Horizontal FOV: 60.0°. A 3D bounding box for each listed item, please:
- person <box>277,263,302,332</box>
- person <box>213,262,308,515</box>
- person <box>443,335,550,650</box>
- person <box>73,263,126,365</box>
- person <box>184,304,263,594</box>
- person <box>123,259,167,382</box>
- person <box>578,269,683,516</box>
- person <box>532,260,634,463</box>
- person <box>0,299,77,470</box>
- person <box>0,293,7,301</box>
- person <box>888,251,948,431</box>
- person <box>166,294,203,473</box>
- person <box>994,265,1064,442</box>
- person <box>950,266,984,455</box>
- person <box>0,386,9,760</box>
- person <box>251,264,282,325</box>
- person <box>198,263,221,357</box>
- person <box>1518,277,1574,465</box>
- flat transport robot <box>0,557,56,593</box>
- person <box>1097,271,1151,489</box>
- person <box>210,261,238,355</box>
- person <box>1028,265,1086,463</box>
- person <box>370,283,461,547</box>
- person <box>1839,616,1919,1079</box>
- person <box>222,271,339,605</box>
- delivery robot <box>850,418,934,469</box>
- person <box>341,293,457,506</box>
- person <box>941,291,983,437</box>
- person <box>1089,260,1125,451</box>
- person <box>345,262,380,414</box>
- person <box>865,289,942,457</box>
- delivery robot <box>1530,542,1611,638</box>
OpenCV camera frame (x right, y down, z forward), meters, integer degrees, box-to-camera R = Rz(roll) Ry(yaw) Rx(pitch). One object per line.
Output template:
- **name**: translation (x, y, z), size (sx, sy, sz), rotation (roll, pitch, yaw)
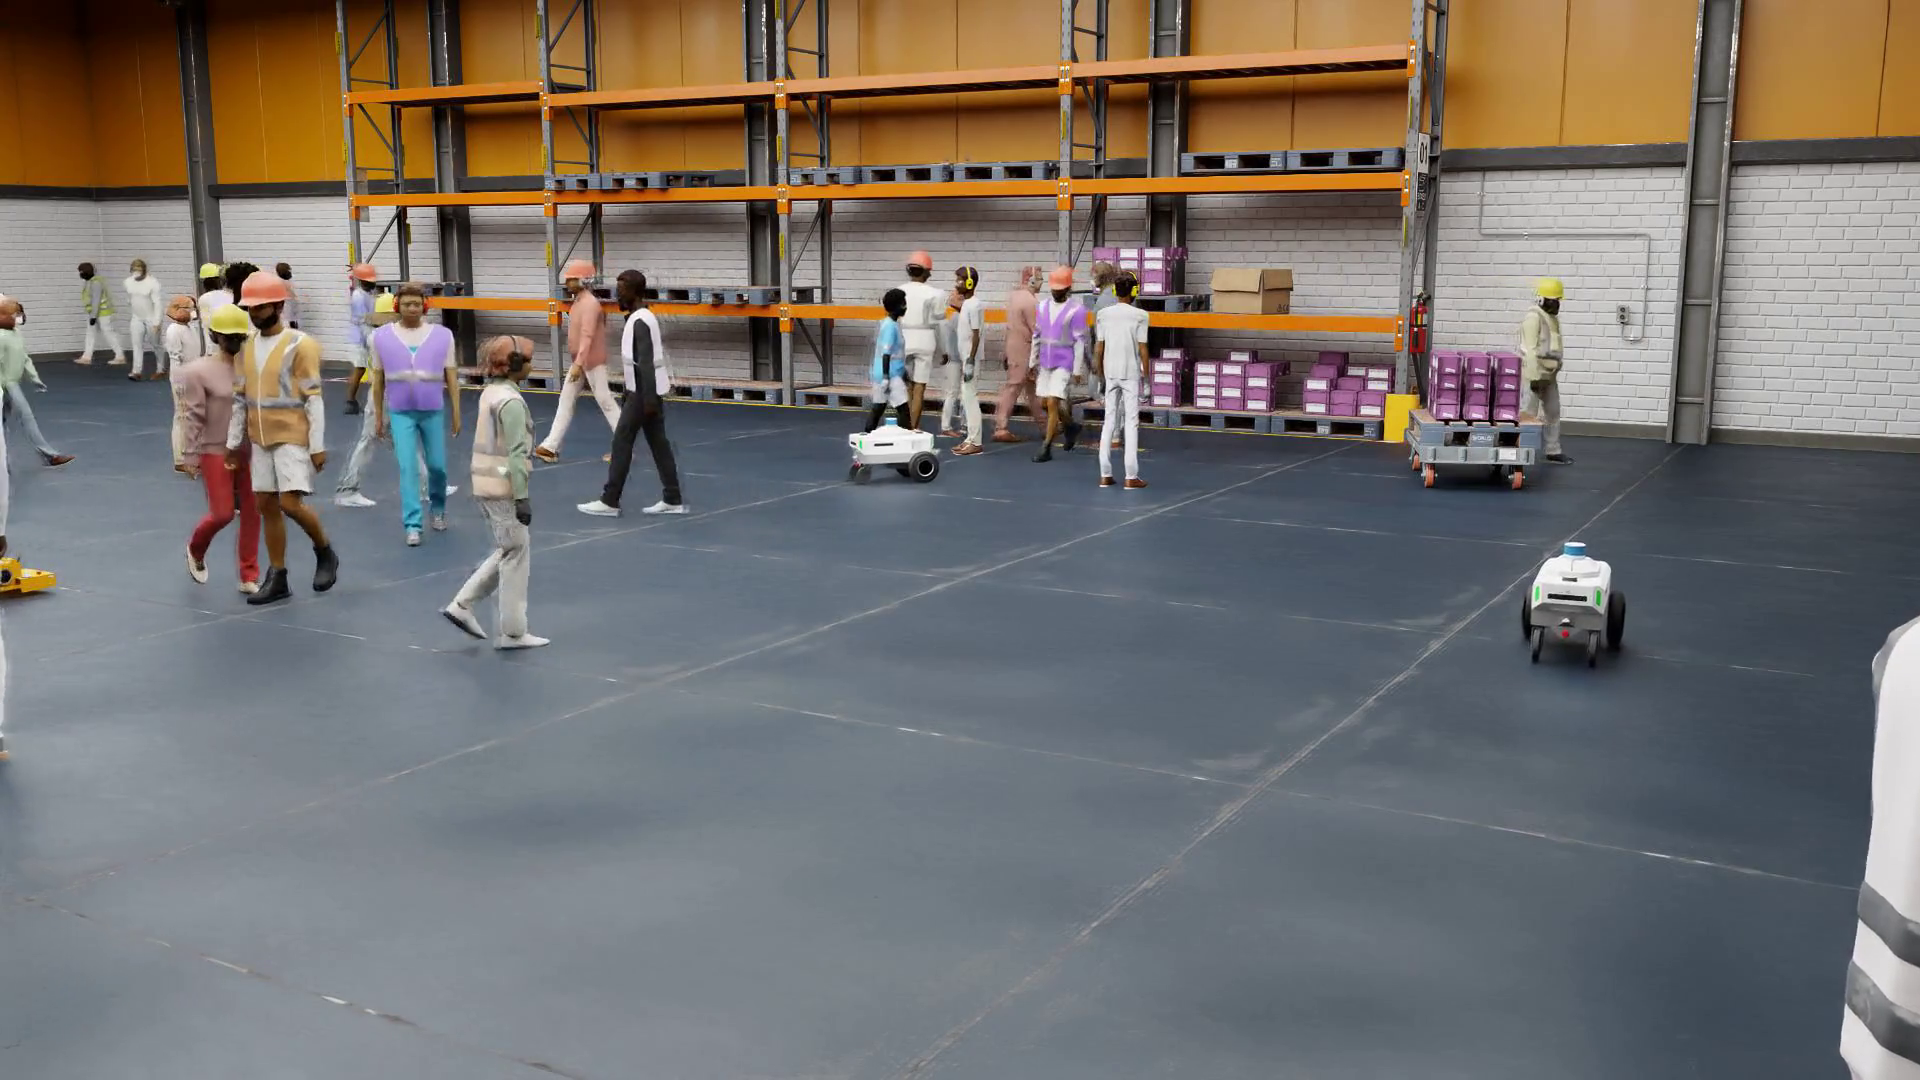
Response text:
- **person**: translation (-11.169, -3.696, 27.627), size (0.435, 1.802, 0.721), rotation (-2, 10, -14)
- **person**: translation (-5.324, -1.142, 12.725), size (0.789, 1.940, 0.634), rotation (-1, 10, -4)
- **person**: translation (-2.364, -0.233, 8.496), size (0.433, 1.619, 0.556), rotation (-5, 11, -27)
- **person**: translation (-15.027, -3.912, 28.906), size (0.931, 1.774, 0.639), rotation (-9, 13, -40)
- **person**: translation (-4.338, -0.528, 9.837), size (0.556, 1.744, 0.522), rotation (7, 12, 36)
- **person**: translation (-12.487, -3.349, 25.475), size (0.637, 1.855, 1.058), rotation (1, 10, 4)
- **person**: translation (-2.567, -1.120, 12.776), size (0.907, 1.877, 0.611), rotation (-1, 10, -8)
- **person**: translation (-3.615, -1.685, 15.836), size (1.061, 1.935, 0.614), rotation (-7, 12, -33)
- **person**: translation (-8.675, -1.419, 15.312), size (0.863, 1.573, 0.493), rotation (-3, 10, -15)
- **person**: translation (-9.584, -1.762, 15.971), size (0.857, 2.000, 0.535), rotation (-2, 10, -9)
- **person**: translation (-0.410, -1.990, 17.335), size (0.609, 2.009, 0.835), rotation (4, 11, 22)
- **person**: translation (-7.097, -1.434, 15.269), size (0.268, 1.632, 0.506), rotation (-1, 10, -6)
- **person**: translation (0.776, -1.956, 17.578), size (0.943, 1.856, 0.639), rotation (-2, 10, -9)
- **person**: translation (0.071, -1.779, 16.552), size (0.342, 1.866, 0.576), rotation (-1, 10, -7)
- **person**: translation (-4.038, -0.021, 6.610), size (0.421, 1.870, 0.590), rotation (6, 12, 30)
- **person**: translation (-9.941, -2.997, 23.595), size (0.611, 1.812, 0.441), rotation (-4, 11, -24)
- **person**: translation (-8.569, -2.256, 19.256), size (1.011, 1.870, 0.615), rotation (3, 11, 19)
- **person**: translation (5.420, -1.601, 15.782), size (0.731, 1.789, 0.620), rotation (9, 14, 42)
- **flat transport robot**: translation (-6.062, 0.262, 9.518), size (0.652, 0.197, 1.431), rotation (6, 12, 29)
- **person**: translation (1.407, -1.364, 14.237), size (0.509, 1.860, 0.315), rotation (6, 12, 31)
- **person**: translation (-6.461, -1.505, 14.807), size (0.352, 1.937, 0.635), rotation (-5, 11, -27)
- **person**: translation (0.983, -1.701, 16.046), size (0.635, 1.892, 0.713), rotation (8, 13, 38)
- **person**: translation (-3.834, -0.904, 11.739), size (0.582, 1.821, 0.808), rotation (-4, 11, -20)
- **person**: translation (1.372, 0.747, 2.226), size (0.342, 1.878, 0.578), rotation (1, 10, 8)
- **person**: translation (-3.971, -0.593, 9.678), size (0.571, 1.923, 0.511), rotation (4, 11, 20)
- **delivery robot**: translation (-0.605, -0.833, 14.638), size (0.707, 0.478, 0.477), rotation (-4, 10, -19)
- **person**: translation (-4.556, -1.116, 13.304), size (0.915, 1.688, 0.501), rotation (-3, 11, -19)
- **person**: translation (0.053, -1.908, 18.015), size (0.584, 1.614, 0.509), rotation (1, 10, 5)
- **person**: translation (1.487, -1.857, 16.840), size (0.416, 1.922, 0.657), rotation (2, 10, 9)
- **person**: translation (-7.212, -2.453, 20.374), size (0.835, 1.868, 0.613), rotation (1, 10, 8)
- **person**: translation (-0.573, -1.558, 15.872), size (0.830, 1.653, 0.550), rotation (-1, 10, -3)
- **delivery robot**: translation (3.123, 0.256, 8.483), size (0.477, 0.478, 0.707), rotation (4, 11, 23)
